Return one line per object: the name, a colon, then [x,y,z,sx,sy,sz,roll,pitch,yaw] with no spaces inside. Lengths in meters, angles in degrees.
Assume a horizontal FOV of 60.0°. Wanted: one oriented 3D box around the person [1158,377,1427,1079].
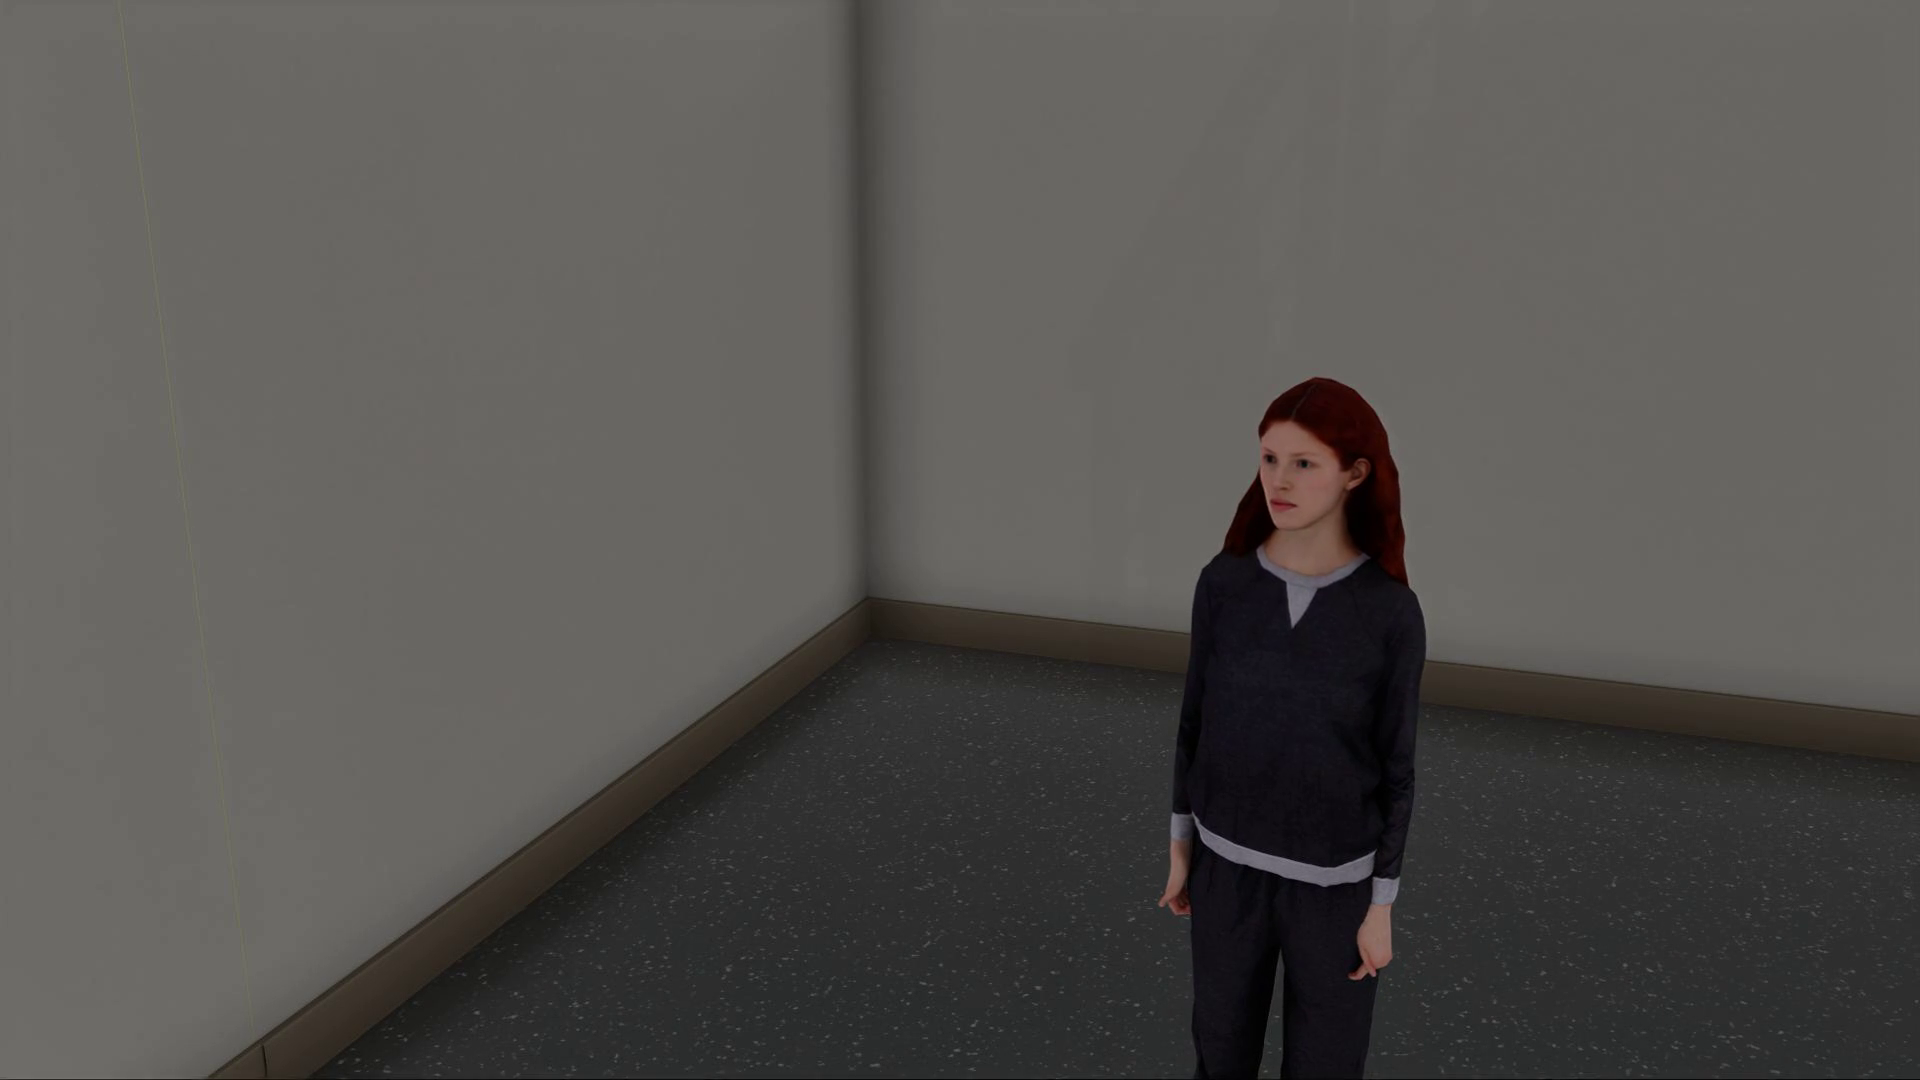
person: [0.572,0.615,2.920,0.625,1.741,0.588,11,19,33]
